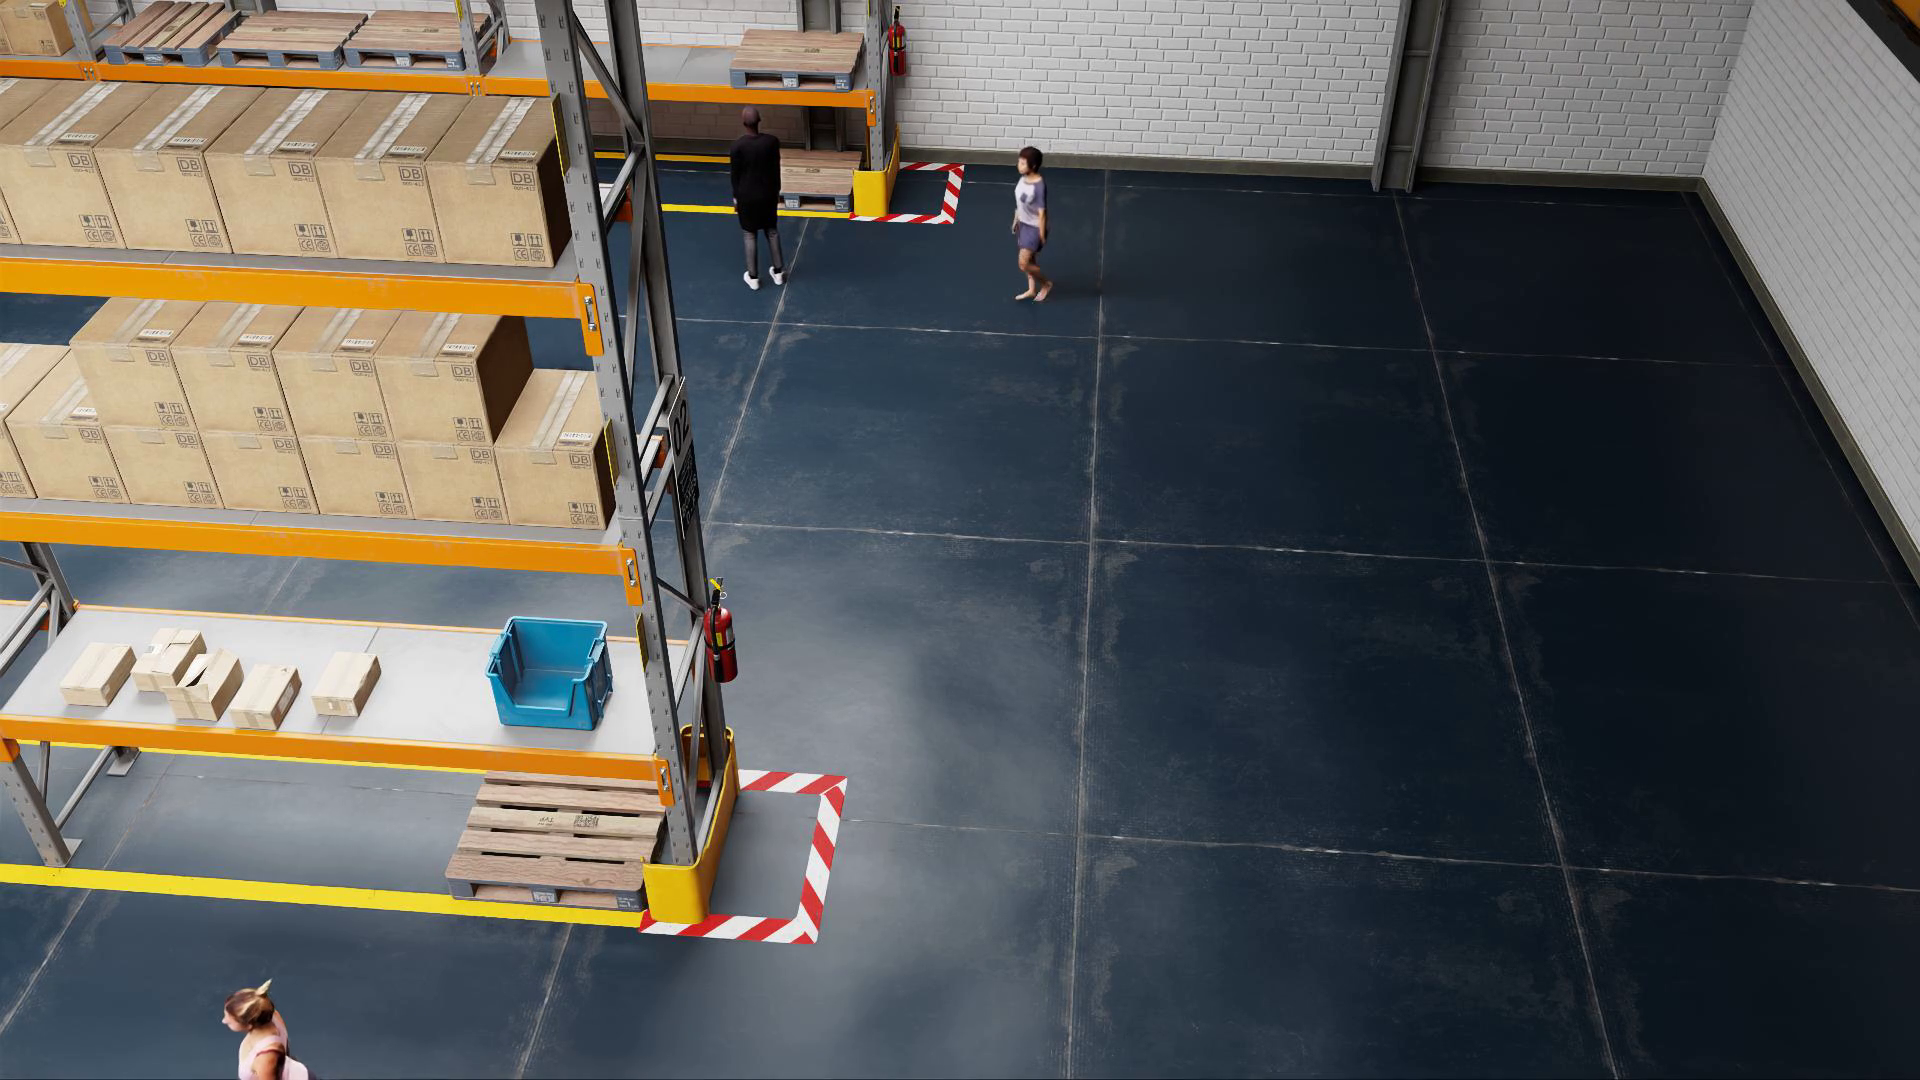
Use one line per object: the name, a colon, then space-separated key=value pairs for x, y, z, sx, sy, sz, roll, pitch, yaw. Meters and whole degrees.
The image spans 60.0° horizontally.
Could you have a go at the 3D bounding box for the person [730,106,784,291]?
person: x=-1.875 y=-3.161 z=15.375 sx=0.678 sy=1.761 sz=0.781 roll=-18 pitch=42 yaw=-21

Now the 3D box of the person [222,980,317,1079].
person: x=-3.199 y=2.711 z=8.119 sx=0.838 sy=1.641 sz=0.731 roll=-11 pitch=40 yaw=-13

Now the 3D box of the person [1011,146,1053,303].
person: x=0.730 y=-2.888 z=15.202 sx=0.681 sy=1.552 sz=0.653 roll=-11 pitch=40 yaw=-14
